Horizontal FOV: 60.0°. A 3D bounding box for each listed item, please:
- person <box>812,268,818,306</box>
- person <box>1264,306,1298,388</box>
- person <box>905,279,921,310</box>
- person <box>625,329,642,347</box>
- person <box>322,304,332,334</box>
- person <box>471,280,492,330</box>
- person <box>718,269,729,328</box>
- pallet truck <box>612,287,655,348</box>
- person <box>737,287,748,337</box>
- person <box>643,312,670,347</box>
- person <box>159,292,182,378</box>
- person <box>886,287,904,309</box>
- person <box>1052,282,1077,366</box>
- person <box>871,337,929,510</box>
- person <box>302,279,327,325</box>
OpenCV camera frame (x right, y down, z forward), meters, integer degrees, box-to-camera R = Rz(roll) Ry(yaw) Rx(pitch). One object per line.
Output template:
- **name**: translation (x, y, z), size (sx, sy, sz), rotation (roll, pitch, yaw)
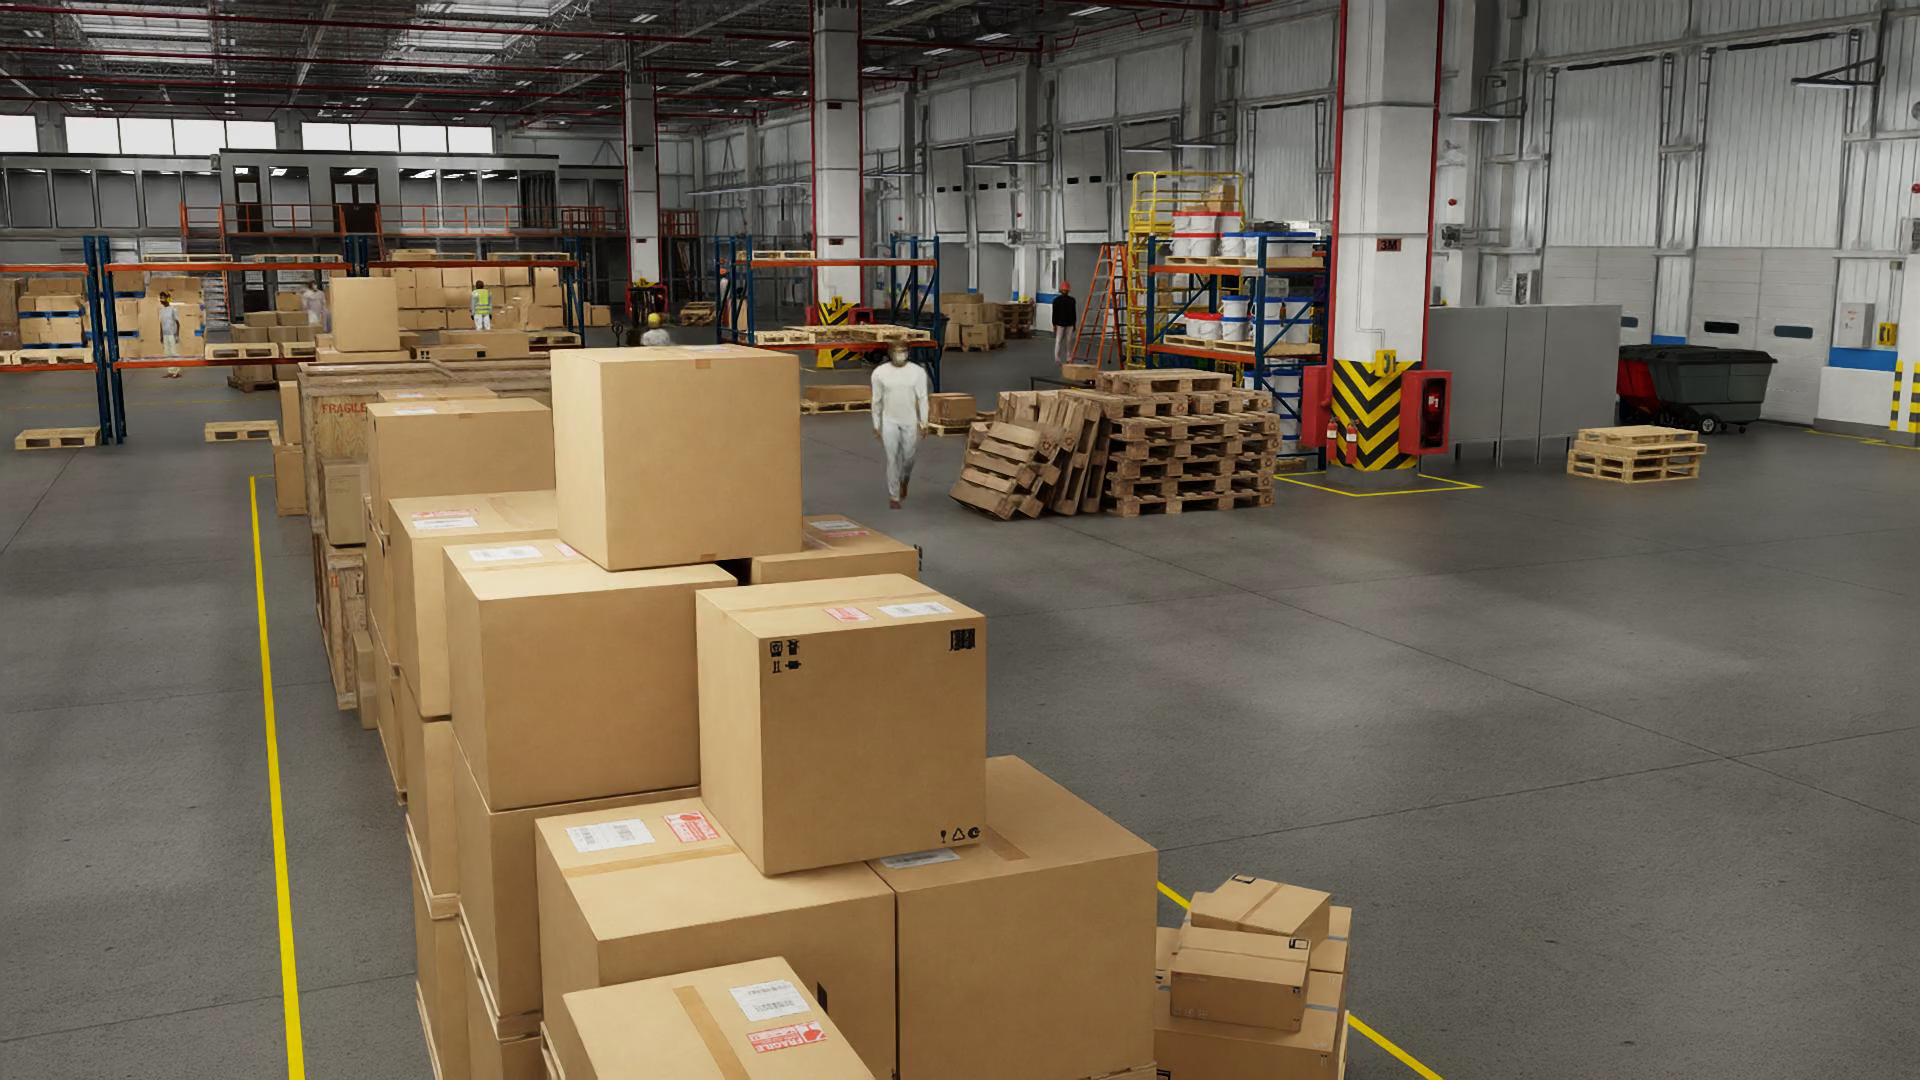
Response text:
- **person**: translation (-5.291, -9.045, 61.215), size (0.826, 1.913, 0.631), rotation (1, 10, 3)
- **person**: translation (5.291, -2.896, 27.392), size (0.572, 1.886, 0.354), rotation (0, 10, -1)
- **person**: translation (-1.287, -6.719, 48.565), size (0.601, 1.867, 0.927), rotation (8, 13, 37)
- **person**: translation (-4.275, -1.845, 21.794), size (0.749, 1.816, 0.536), rotation (5, 12, 28)
- **person**: translation (-13.573, -4.482, 36.271), size (0.651, 1.832, 0.447), rotation (-9, 14, -41)
- **person**: translation (-13.276, -6.275, 46.125), size (0.633, 1.846, 0.429), rotation (-9, 14, -42)
- **person**: translation (-7.954, -8.102, 55.915), size (0.384, 1.958, 0.646), rotation (0, 10, 2)
- **pallet truck**: translation (-6.464, -4.406, 35.401), size (0.823, 1.965, 1.885), rotation (6, 12, 32)
- **person**: translation (-5.876, -5.930, 44.627), size (0.536, 1.696, 0.322), rotation (-8, 13, -38)
- **person**: translation (-5.259, -3.107, 29.012), size (0.490, 1.716, 0.731), rotation (-5, 11, -24)
- **person**: translation (-17.000, -4.402, 35.747), size (0.534, 1.864, 0.310), rotation (4, 11, 23)
- **person**: translation (-1.730, -5.746, 43.455), size (0.539, 1.748, 0.599), rotation (-5, 11, -24)
- **person**: translation (2.471, -5.103, 39.294), size (0.608, 1.987, 0.400), rotation (-4, 11, -21)
- **person**: translation (-0.683, -1.328, 18.690), size (0.650, 1.916, 0.745), rotation (-1, 10, -6)
- **person**: translation (-17.611, -6.150, 45.310), size (0.952, 1.903, 0.627), rotation (7, 12, 33)
